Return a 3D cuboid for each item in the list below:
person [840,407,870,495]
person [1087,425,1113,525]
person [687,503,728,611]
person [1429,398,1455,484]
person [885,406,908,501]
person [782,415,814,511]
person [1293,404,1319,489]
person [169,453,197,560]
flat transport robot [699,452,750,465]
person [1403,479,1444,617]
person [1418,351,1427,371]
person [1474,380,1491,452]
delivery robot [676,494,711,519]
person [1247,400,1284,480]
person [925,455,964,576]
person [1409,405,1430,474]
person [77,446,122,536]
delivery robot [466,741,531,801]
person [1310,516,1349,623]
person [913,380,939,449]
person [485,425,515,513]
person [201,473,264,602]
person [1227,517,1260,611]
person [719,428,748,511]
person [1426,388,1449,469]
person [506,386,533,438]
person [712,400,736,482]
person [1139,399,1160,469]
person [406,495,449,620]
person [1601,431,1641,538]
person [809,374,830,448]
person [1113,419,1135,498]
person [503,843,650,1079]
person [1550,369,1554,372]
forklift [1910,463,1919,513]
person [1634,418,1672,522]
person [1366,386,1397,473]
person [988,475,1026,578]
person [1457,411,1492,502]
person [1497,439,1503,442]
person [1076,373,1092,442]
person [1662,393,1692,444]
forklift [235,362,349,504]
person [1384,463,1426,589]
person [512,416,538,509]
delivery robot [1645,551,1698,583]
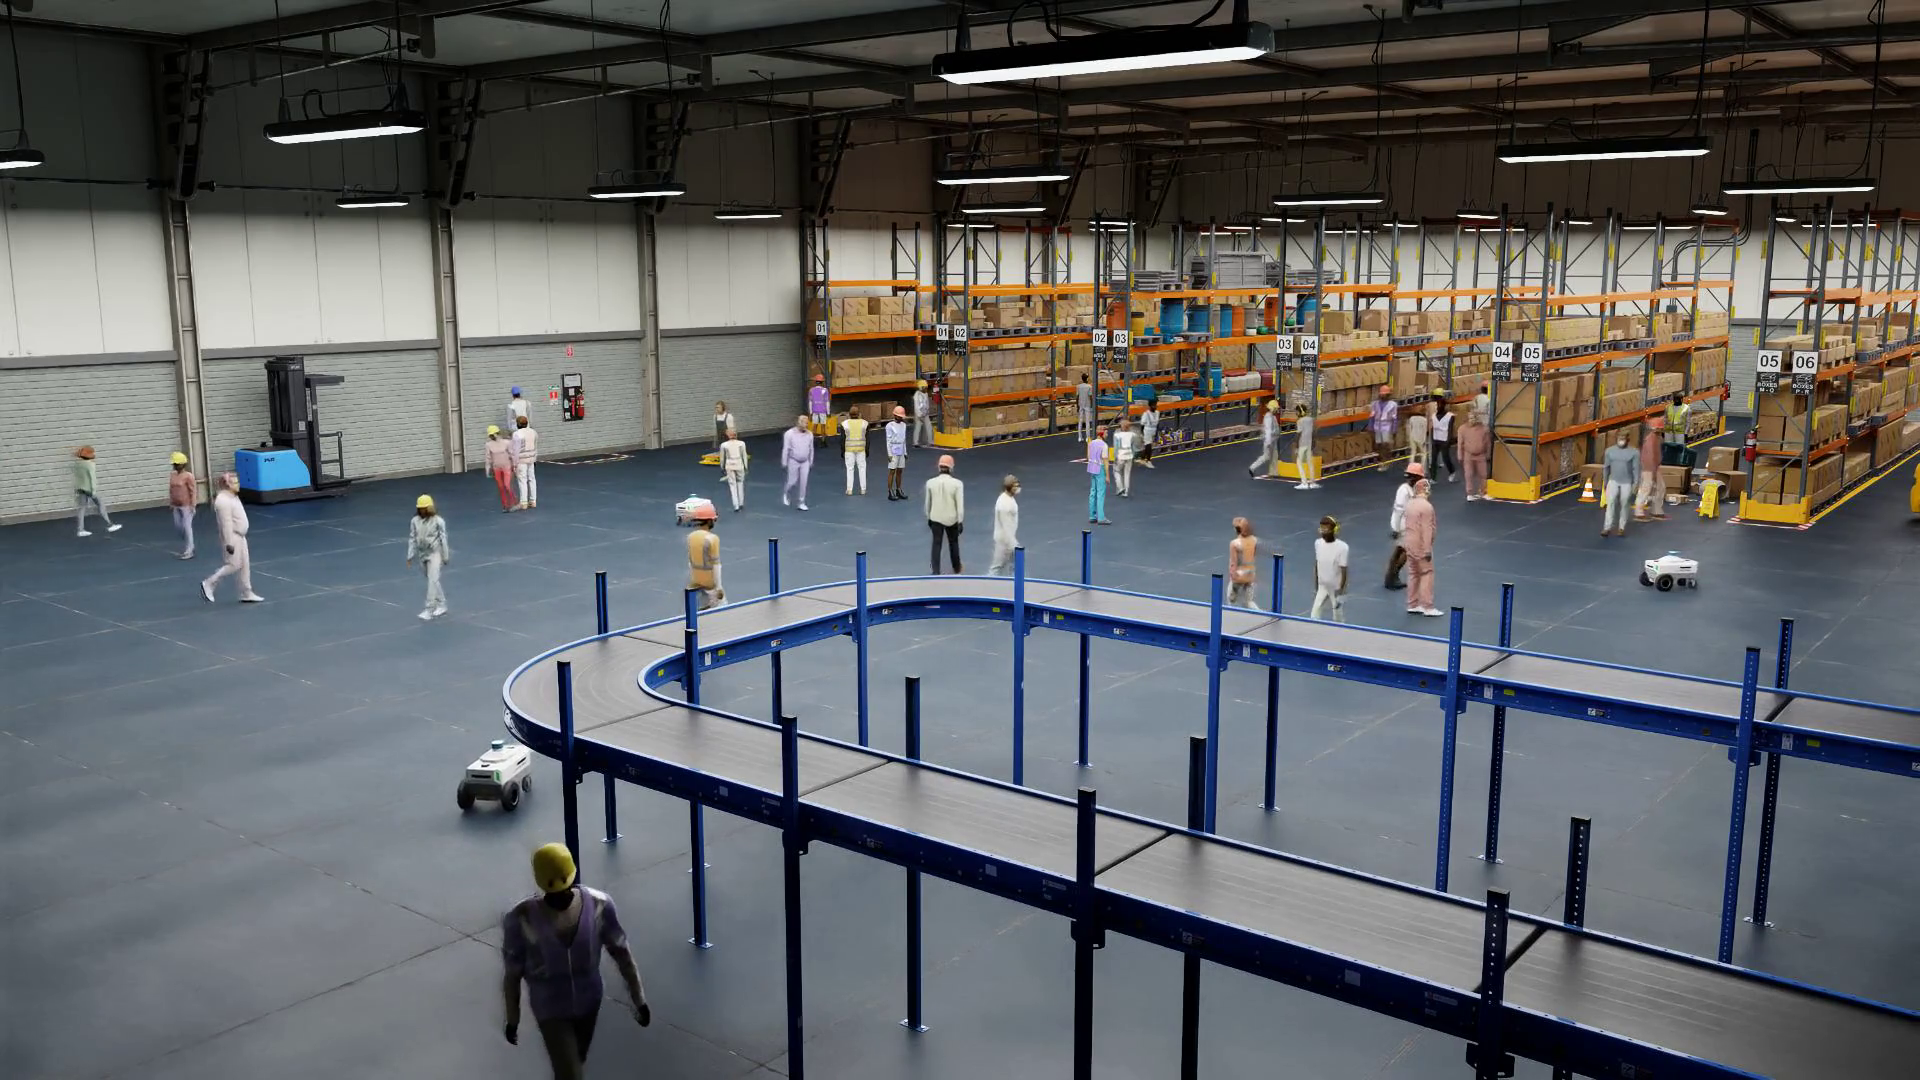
[{"bbox_3d":[-2.209,-1.875,32.847,0.625,1.840,0.430,-2,10,-11],"label":"person"},{"bbox_3d":[2.580,-1.215,29.133,0.388,1.837,0.563,-6,12,-29],"label":"person"},{"bbox_3d":[-3.099,0.510,19.166,0.563,1.928,0.423,9,13,41],"label":"person"},{"bbox_3d":[10.641,-2.189,34.479,0.775,1.892,0.597,-9,13,-41],"label":"person"},{"bbox_3d":[-1.270,-1.790,32.118,0.374,1.928,0.542,9,13,40],"label":"person"},{"bbox_3d":[-3.194,-1.524,30.776,0.673,1.877,0.548,-6,12,-32],"label":"person"},{"bbox_3d":[7.477,-2.012,33.679,0.764,1.827,0.315,-6,12,-31],"label":"person"},{"bbox_3d":[-12.764,-0.559,25.760,0.565,1.751,0.479,4,11,22],"label":"person"},{"bbox_3d":[-5.741,-2.015,38.163,0.652,0.197,1.431,3,11,19],"label":"flat transport robot"},{"bbox_3d":[6.381,0.102,21.585,0.471,1.890,0.658,-2,10,-12],"label":"person"},{"bbox_3d":[15.913,-5.597,53.848,0.473,1.813,0.616,5,11,26],"label":"person"},{"bbox_3d":[12.694,-2.852,37.809,0.428,2.022,0.618,-8,13,-37],"label":"person"},{"bbox_3d":[-4.975,-0.617,29.230,0.477,0.478,0.707,6,12,30],"label":"delivery robot"},{"bbox_3d":[6.870,-2.247,35.025,0.757,1.812,0.606,4,11,22],"label":"person"},{"bbox_3d":[-0.222,-0.332,23.873,0.644,1.937,1.012,3,10,16],"label":"person"},{"bbox_3d":[10.534,-2.288,35.818,0.641,1.612,0.504,-8,13,-39],"label":"person"},{"bbox_3d":[-15.504,-0.896,28.013,0.502,1.600,0.795,5,11,25],"label":"person"},{"bbox_3d":[-4.178,2.060,14.164,0.477,0.478,0.707,2,10,8],"label":"delivery robot"},{"bbox_3d":[4.404,0.627,18.783,0.891,1.826,0.550,-9,13,-41],"label":"person"},{"bbox_3d":[-0.903,-3.251,40.697,0.813,1.801,0.600,7,12,34],"label":"person"},{"bbox_3d":[-8.920,-1.379,30.367,0.535,1.720,0.531,0,10,0],"label":"person"},{"bbox_3d":[-10.397,-0.021,22.258,0.707,1.890,0.654,-2,10,-10],"label":"person"},{"bbox_3d":[3.666,0.505,20.048,0.514,1.619,0.633,-7,12,-36],"label":"person"},{"bbox_3d":[-4.458,-1.395,30.776,0.533,1.609,0.679,-3,11,-18],"label":"person"},{"bbox_3d":[11.305,-2.631,36.900,0.613,1.901,0.778,9,13,41],"label":"person"},{"bbox_3d":[-10.454,-2.689,37.138,0.635,1.940,0.540,-6,12,-31],"label":"person"},{"bbox_3d":[-5.212,-2.186,34.641,0.585,1.820,0.427,5,11,28],"label":"person"},{"bbox_3d":[4.431,-2.537,37.096,0.547,1.655,0.640,-9,13,-41],"label":"person"},{"bbox_3d":[-7.278,0.238,21.334,0.497,1.699,0.875,3,11,17],"label":"person"},{"bbox_3d":[11.642,-0.974,27.610,0.655,1.889,0.989,7,12,33],"label":"person"},{"bbox_3d":[-3.678,-3.387,41.077,0.551,1.935,0.370,3,10,16],"label":"person"},{"bbox_3d":[3.396,-1.694,32.430,0.520,1.626,0.382,-3,11,-17],"label":"person"},{"bbox_3d":[-2.045,2.466,8.349,0.715,1.855,1.002,-6,12,-30],"label":"person"},{"bbox_3d":[18.207,-4.647,48.367,0.447,1.863,0.647,8,13,38],"label":"person"},{"bbox_3d":[19.034,-1.348,28.998,2.313,2.155,1.214,8,13,37],"label":"forklift"},{"bbox_3d":[13.072,-1.305,29.277,0.794,1.960,0.647,6,12,32],"label":"person"},{"bbox_3d":[9.717,-2.548,36.148,0.619,2.012,0.861,7,12,36],"label":"person"},{"bbox_3d":[0.777,0.034,21.918,0.975,1.891,0.660,2,10,9],"label":"person"},{"bbox_3d":[10.451,-1.703,31.803,0.705,1.866,0.420,1,10,3],"label":"person"},{"bbox_3d":[13.709,-2.997,39.065,0.886,1.887,0.615,-8,13,-38],"label":"person"},{"bbox_3d":[3.393,-3.605,42.492,0.519,1.873,0.328,6,12,31],"label":"person"},{"bbox_3d":[16.640,-2.509,36.398,0.625,1.846,0.429,9,13,41],"label":"person"},{"bbox_3d":[-13.803,-2.244,32.110,1.129,2.768,1.873,8,13,37],"label":"forklift"},{"bbox_3d":[6.632,-0.211,23.307,0.551,1.897,0.556,5,11,25],"label":"person"},{"bbox_3d":[-8.636,-1.543,30.966,0.429,1.842,0.637,5,11,26],"label":"person"},{"bbox_3d":[10.652,0.415,23.423,0.707,0.478,0.477,-2,10,-9],"label":"delivery robot"}]
